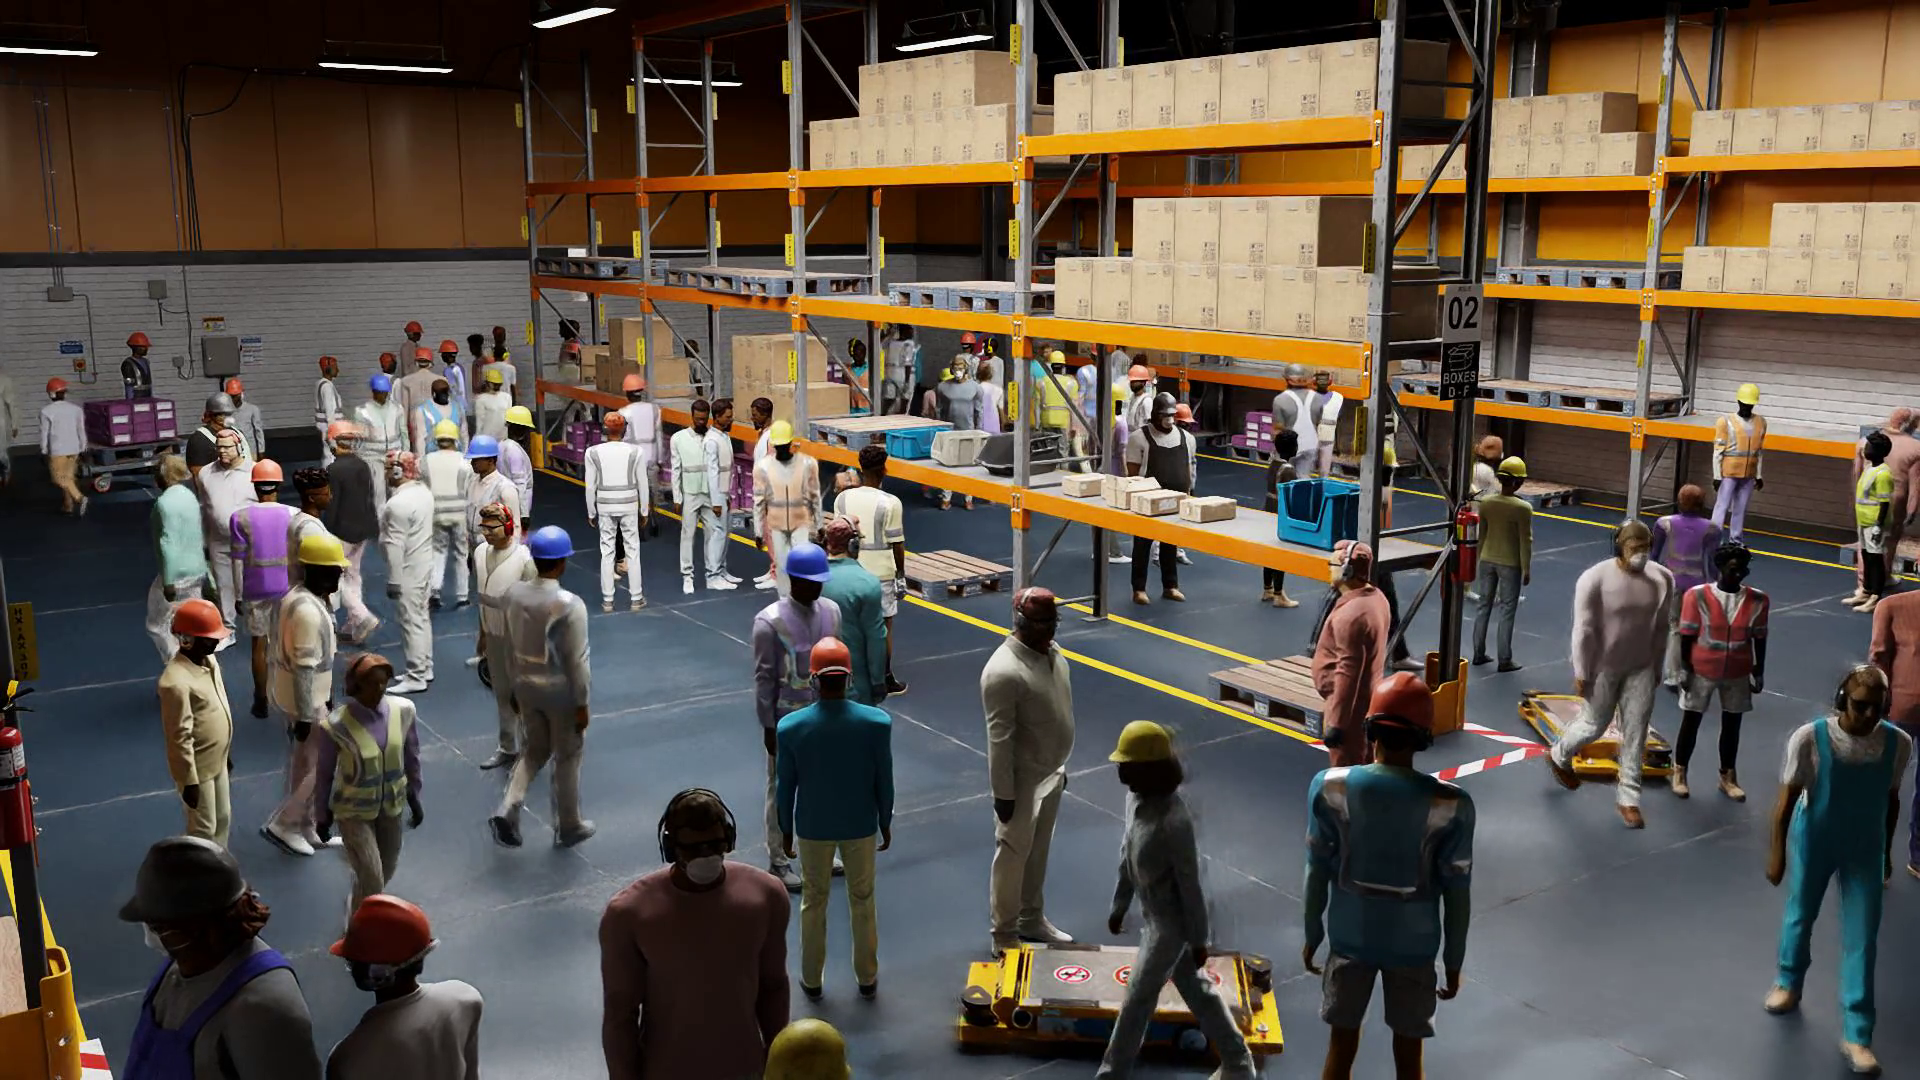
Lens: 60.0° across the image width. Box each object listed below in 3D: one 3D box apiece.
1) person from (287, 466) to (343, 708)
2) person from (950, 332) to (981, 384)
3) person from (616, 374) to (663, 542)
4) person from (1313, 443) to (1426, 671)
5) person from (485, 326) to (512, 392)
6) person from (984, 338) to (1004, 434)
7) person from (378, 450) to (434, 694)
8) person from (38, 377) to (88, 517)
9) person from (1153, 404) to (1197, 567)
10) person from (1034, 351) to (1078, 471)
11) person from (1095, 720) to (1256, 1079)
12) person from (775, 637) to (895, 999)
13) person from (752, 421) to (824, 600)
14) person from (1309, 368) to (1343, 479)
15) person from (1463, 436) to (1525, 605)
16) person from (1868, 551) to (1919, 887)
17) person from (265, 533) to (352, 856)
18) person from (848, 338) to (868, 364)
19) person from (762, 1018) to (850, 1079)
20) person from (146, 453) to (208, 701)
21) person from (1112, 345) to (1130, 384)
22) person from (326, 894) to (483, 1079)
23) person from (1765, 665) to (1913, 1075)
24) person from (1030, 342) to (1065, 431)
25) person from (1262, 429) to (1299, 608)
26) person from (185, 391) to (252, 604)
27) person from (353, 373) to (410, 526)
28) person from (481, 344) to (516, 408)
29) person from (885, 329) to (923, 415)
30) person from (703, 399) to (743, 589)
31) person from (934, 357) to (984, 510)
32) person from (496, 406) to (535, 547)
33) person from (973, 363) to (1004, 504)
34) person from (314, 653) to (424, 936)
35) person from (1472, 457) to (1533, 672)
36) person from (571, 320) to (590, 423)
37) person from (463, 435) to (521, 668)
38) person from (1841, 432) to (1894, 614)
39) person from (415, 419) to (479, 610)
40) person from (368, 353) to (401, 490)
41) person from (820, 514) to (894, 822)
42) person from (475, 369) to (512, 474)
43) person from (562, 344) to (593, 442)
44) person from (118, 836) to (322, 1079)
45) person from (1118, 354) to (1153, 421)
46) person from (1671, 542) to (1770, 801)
[{"bbox_3d":[-4.533,0.449,11.747,0.367,1.966,0.607,-7,13,-33],"label":"person"},{"bbox_3d":[0.114,-2.207,25.446,0.543,1.929,0.386,8,14,36],"label":"person"},{"bbox_3d":[-3.665,-0.931,18.927,0.565,1.918,0.402,-7,13,-34],"label":"person"},{"bbox_3d":[3.352,0.130,13.630,0.592,1.876,1.006,-9,14,-40],"label":"person"},{"bbox_3d":[-7.658,-2.617,27.685,0.361,1.876,0.575,5,12,23],"label":"person"},{"bbox_3d":[0.495,-2.131,25.224,0.328,1.862,0.512,5,12,25],"label":"person"},{"bbox_3d":[-4.315,0.241,12.978,0.403,1.906,0.644,0,11,-1],"label":"person"},{"bbox_3d":[-10.947,-1.119,20.357,0.620,1.736,0.574,5,12,24],"label":"person"},{"bbox_3d":[2.295,-0.571,17.544,0.572,1.743,0.349,-8,13,-34],"label":"person"},{"bbox_3d":[1.276,-1.555,22.140,0.581,1.919,0.393,1,11,3],"label":"person"},{"bbox_3d":[0.853,1.546,6.842,0.916,1.690,0.492,-3,11,-13],"label":"person"},{"bbox_3d":[-0.591,1.317,7.880,0.563,1.743,0.350,-1,11,-6],"label":"person"},{"bbox_3d":[-1.539,-0.122,14.849,0.619,1.889,0.779,0,11,-2],"label":"person"},{"bbox_3d":[4.422,-1.200,20.491,0.564,1.846,0.394,-1,11,-4],"label":"person"},{"bbox_3d":[5.112,-0.186,15.878,0.670,1.607,0.527,4,12,20],"label":"person"},{"bbox_3d":[5.298,0.942,9.146,0.613,1.995,0.391,2,11,8],"label":"person"},{"bbox_3d":[-3.725,0.899,9.623,0.491,1.902,0.595,-5,12,-24],"label":"person"},{"bbox_3d":[-1.556,-2.088,24.968,0.328,1.876,0.513,5,12,25],"label":"person"},{"bbox_3d":[-0.390,2.039,4.213,0.490,1.735,0.326,4,12,21],"label":"person"},{"bbox_3d":[-5.978,0.297,12.737,0.463,1.891,0.727,-1,11,-4],"label":"person"},{"bbox_3d":[2.531,-2.360,26.477,0.351,1.834,0.518,-8,13,-34],"label":"person"},{"bbox_3d":[-1.649,1.884,4.941,0.327,1.752,0.573,5,12,25],"label":"person"},{"bbox_3d":[3.907,1.392,7.433,0.536,1.787,0.822,3,11,13],"label":"person"},{"bbox_3d":[1.357,-2.046,24.893,0.590,1.814,0.694,-6,12,-27],"label":"person"},{"bbox_3d":[3.062,-0.207,15.793,0.317,1.695,0.540,-2,11,-9],"label":"person"},{"bbox_3d":[-6.992,-0.408,15.942,0.538,2.000,0.684,3,12,17],"label":"person"},{"bbox_3d":[-6.651,-0.964,19.108,0.632,1.928,0.664,-9,14,-39],"label":"person"},{"bbox_3d":[-6.810,-1.983,24.546,0.525,1.826,0.841,-3,11,-14],"label":"person"},{"bbox_3d":[-0.954,-2.774,28.640,0.657,1.815,0.451,3,11,15],"label":"person"},{"bbox_3d":[-2.404,-0.455,16.540,0.404,1.906,0.598,0,11,1],"label":"person"},{"bbox_3d":[-0.013,-1.337,20.958,0.627,1.940,0.372,1,11,4],"label":"person"},{"bbox_3d":[-4.184,-0.314,15.772,0.376,1.918,0.584,-6,12,-27],"label":"person"},{"bbox_3d":[0.301,-1.407,21.661,0.551,1.796,0.932,-2,11,-12],"label":"person"},{"bbox_3d":[-2.967,1.313,8.241,0.712,1.606,0.520,9,14,39],"label":"person"},{"bbox_3d":[4.445,0.193,13.586,0.340,1.760,0.525,-7,13,-33],"label":"person"},{"bbox_3d":[-6.549,-2.804,28.494,0.375,1.933,0.625,0,11,0],"label":"person"},{"bbox_3d":[-3.814,0.108,13.534,0.614,1.947,0.388,9,14,37],"label":"person"},{"bbox_3d":[8.534,-0.160,15.553,0.321,1.696,0.537,3,11,13],"label":"person"},{"bbox_3d":[-4.764,-0.226,15.579,0.606,1.818,0.409,0,11,-2],"label":"person"},{"bbox_3d":[-7.680,-1.572,22.345,0.582,1.876,0.379,5,12,25],"label":"person"},{"bbox_3d":[-0.697,0.788,10.160,0.643,1.910,0.400,8,13,34],"label":"person"},{"bbox_3d":[-6.108,-1.388,21.762,0.533,1.729,0.767,-11,15,-43],"label":"person"},{"bbox_3d":[-5.902,-2.196,25.911,0.589,1.708,0.819,10,15,41],"label":"person"},{"bbox_3d":[-2.093,1.793,4.677,0.535,2.000,0.684,-10,15,-42],"label":"person"},{"bbox_3d":[2.273,-1.565,22.341,0.929,1.872,0.617,-7,13,-31],"label":"person"},{"bbox_3d":[4.812,0.829,10.533,0.545,1.690,0.323,2,11,10],"label":"person"}]
